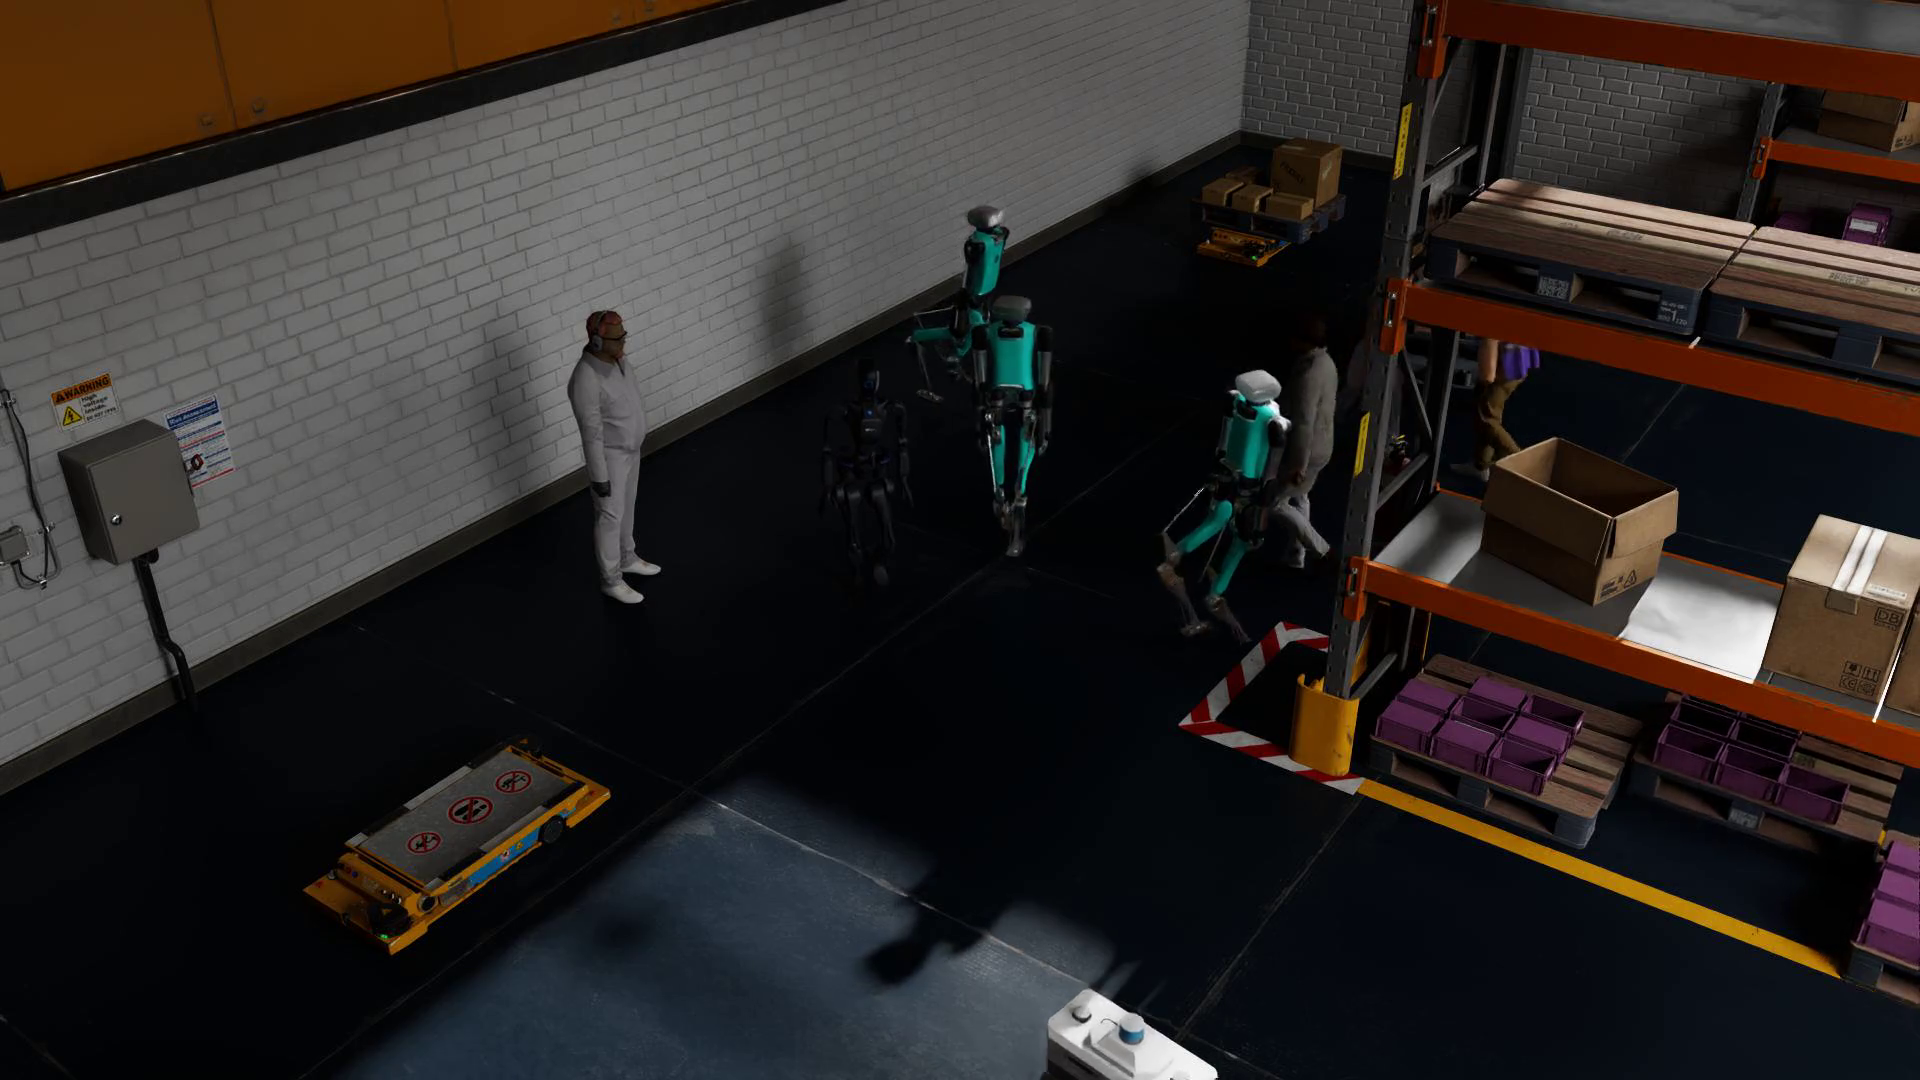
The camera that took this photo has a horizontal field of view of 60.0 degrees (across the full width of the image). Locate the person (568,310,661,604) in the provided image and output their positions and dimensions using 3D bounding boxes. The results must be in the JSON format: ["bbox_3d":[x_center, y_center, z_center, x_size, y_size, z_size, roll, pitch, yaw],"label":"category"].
[{"bbox_3d":[-2.124,-0.531,10.325,0.405,1.904,0.651,5,30,8],"label":"person"}]

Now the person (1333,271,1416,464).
[{"bbox_3d":[2.960,-1.283,11.915,0.446,1.609,0.855,-15,33,-24],"label":"person"}]

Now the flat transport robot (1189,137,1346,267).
[{"bbox_3d":[2.944,-3.013,16.266,0.659,0.231,1.431,19,35,30],"label":"flat transport robot"}]

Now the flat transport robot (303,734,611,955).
[{"bbox_3d":[-2.526,1.502,8.434,0.659,0.231,1.431,19,35,30],"label":"flat transport robot"}]

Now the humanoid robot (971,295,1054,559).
[{"bbox_3d":[0.309,-0.649,10.693,0.550,1.732,0.960,5,30,8],"label":"humanoid robot"}]

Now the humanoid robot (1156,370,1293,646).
[{"bbox_3d":[1.486,-0.100,9.766,0.830,1.795,0.541,-16,34,-26],"label":"humanoid robot"}]

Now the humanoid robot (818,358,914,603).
[{"bbox_3d":[-0.598,-0.382,10.285,0.601,1.644,0.398,-9,31,-15],"label":"humanoid robot"}]

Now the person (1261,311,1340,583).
[{"bbox_3d":[2.179,-0.557,10.463,0.485,1.809,0.539,12,32,20],"label":"person"}]

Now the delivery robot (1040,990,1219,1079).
[{"bbox_3d":[0.707,2.208,6.893,0.744,0.564,0.499,25,38,36],"label":"delivery robot"}]

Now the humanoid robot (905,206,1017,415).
[{"bbox_3d":[-0.040,-1.703,12.546,1.067,1.719,0.552,15,33,24],"label":"humanoid robot"}]

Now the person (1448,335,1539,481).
[{"bbox_3d":[3.800,-1.191,11.474,0.682,1.899,0.573,26,39,37],"label":"person"}]
